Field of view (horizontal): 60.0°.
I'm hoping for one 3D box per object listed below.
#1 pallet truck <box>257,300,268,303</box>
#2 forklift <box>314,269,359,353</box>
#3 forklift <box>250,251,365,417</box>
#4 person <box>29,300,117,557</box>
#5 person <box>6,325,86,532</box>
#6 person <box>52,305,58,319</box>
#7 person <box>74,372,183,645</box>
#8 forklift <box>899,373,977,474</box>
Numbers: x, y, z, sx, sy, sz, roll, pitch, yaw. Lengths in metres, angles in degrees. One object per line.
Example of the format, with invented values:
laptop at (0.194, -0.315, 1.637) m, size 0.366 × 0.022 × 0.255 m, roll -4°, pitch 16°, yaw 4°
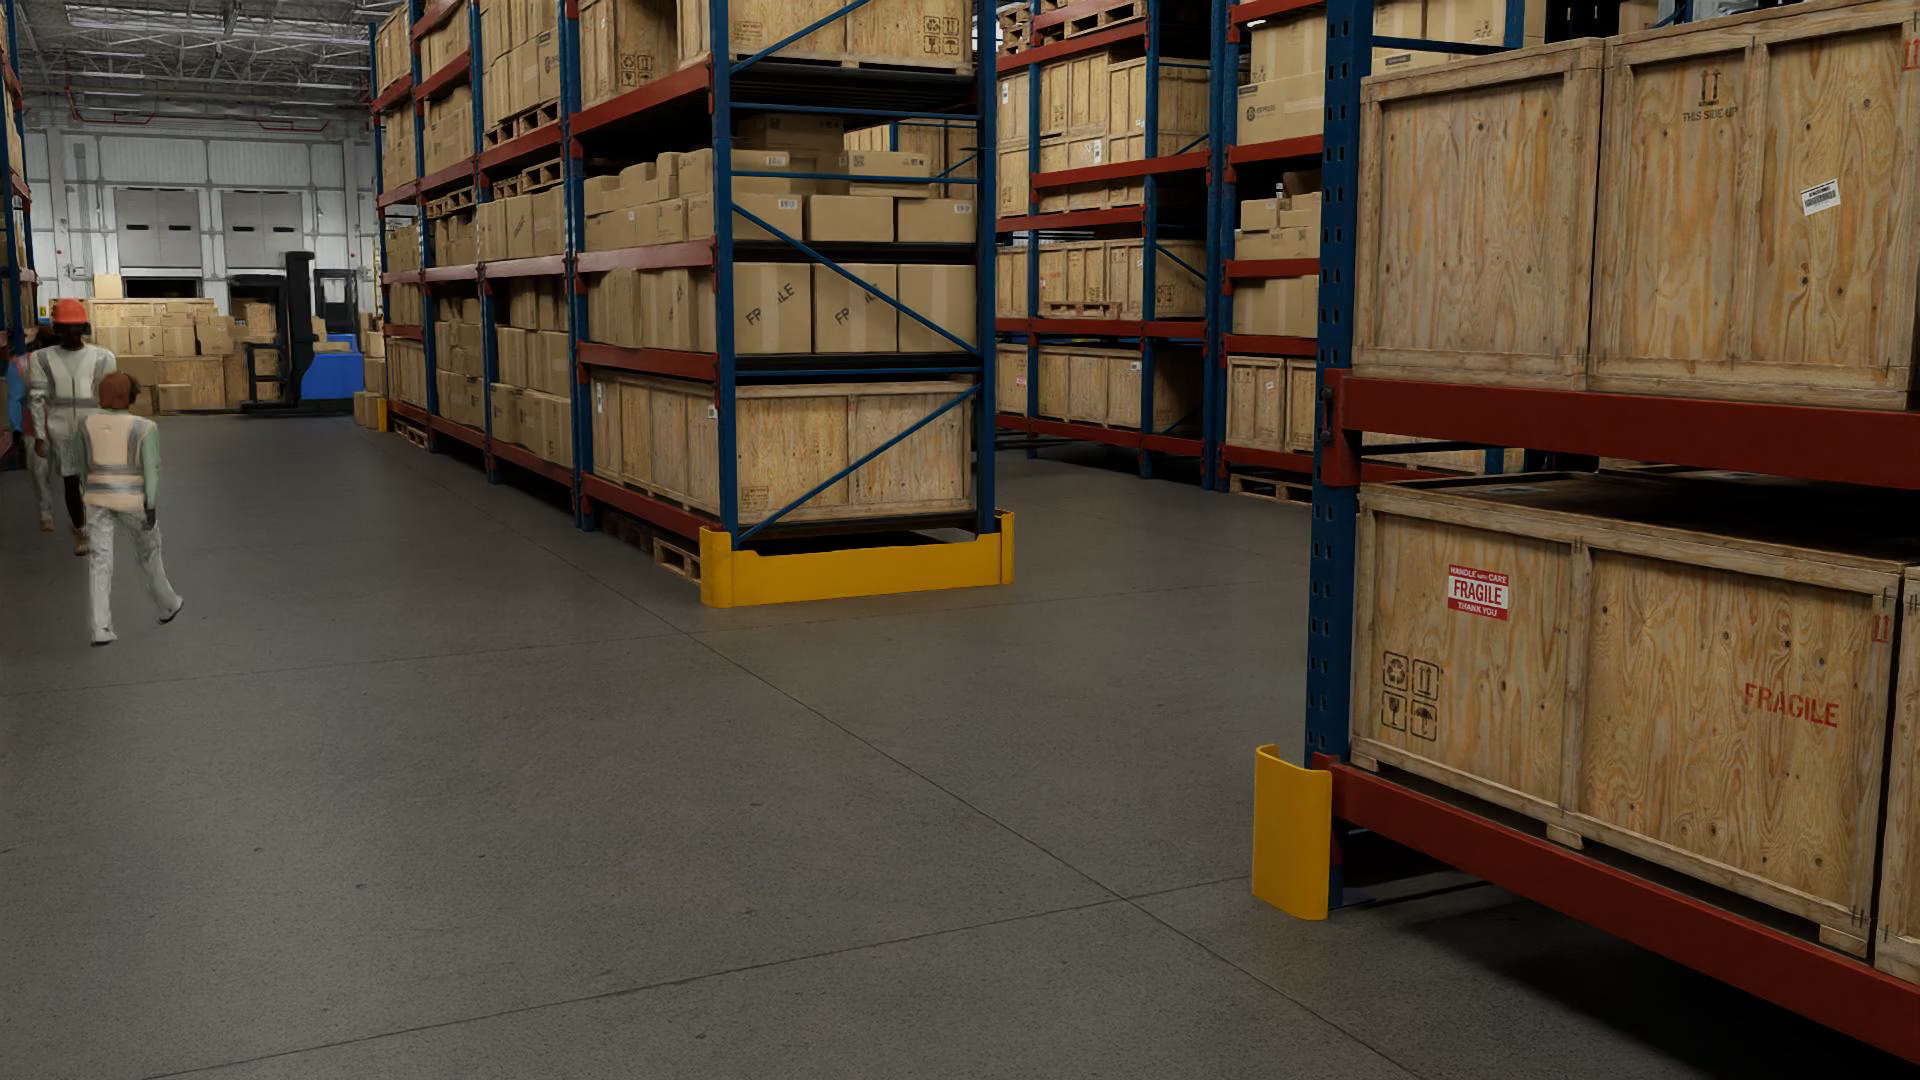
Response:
pallet truck at (-23.913, -7.404, 58.171) m, size 1.885 × 1.965 × 0.823 m, roll -1°, pitch 8°, yaw -9°
forklift at (-16.677, -5.853, 44.451) m, size 1.129 × 2.768 × 1.873 m, roll -2°, pitch 8°, yaw -12°
forklift at (-11.317, -3.558, 28.623) m, size 1.873 × 2.768 × 1.129 m, roll -4°, pitch 9°, yaw -26°
person at (-6.785, -0.828, 12.778) m, size 0.609 × 2.000 × 1.017 m, roll -4°, pitch 9°, yaw -24°
person at (-7.753, -0.925, 14.201) m, size 0.638 × 1.794 × 0.957 m, roll -5°, pitch 10°, yaw -32°
person at (-20.400, -4.405, 37.890) m, size 0.852 × 1.890 × 0.603 m, roll -4°, pitch 9°, yaw -27°
person at (-5.008, -0.208, 9.969) m, size 0.513 × 1.583 × 0.896 m, roll -1°, pitch 8°, yaw -5°
forklift at (-0.780, -2.131, 18.786) m, size 1.873 × 2.768 × 1.129 m, roll -4°, pitch 9°, yaw -23°
